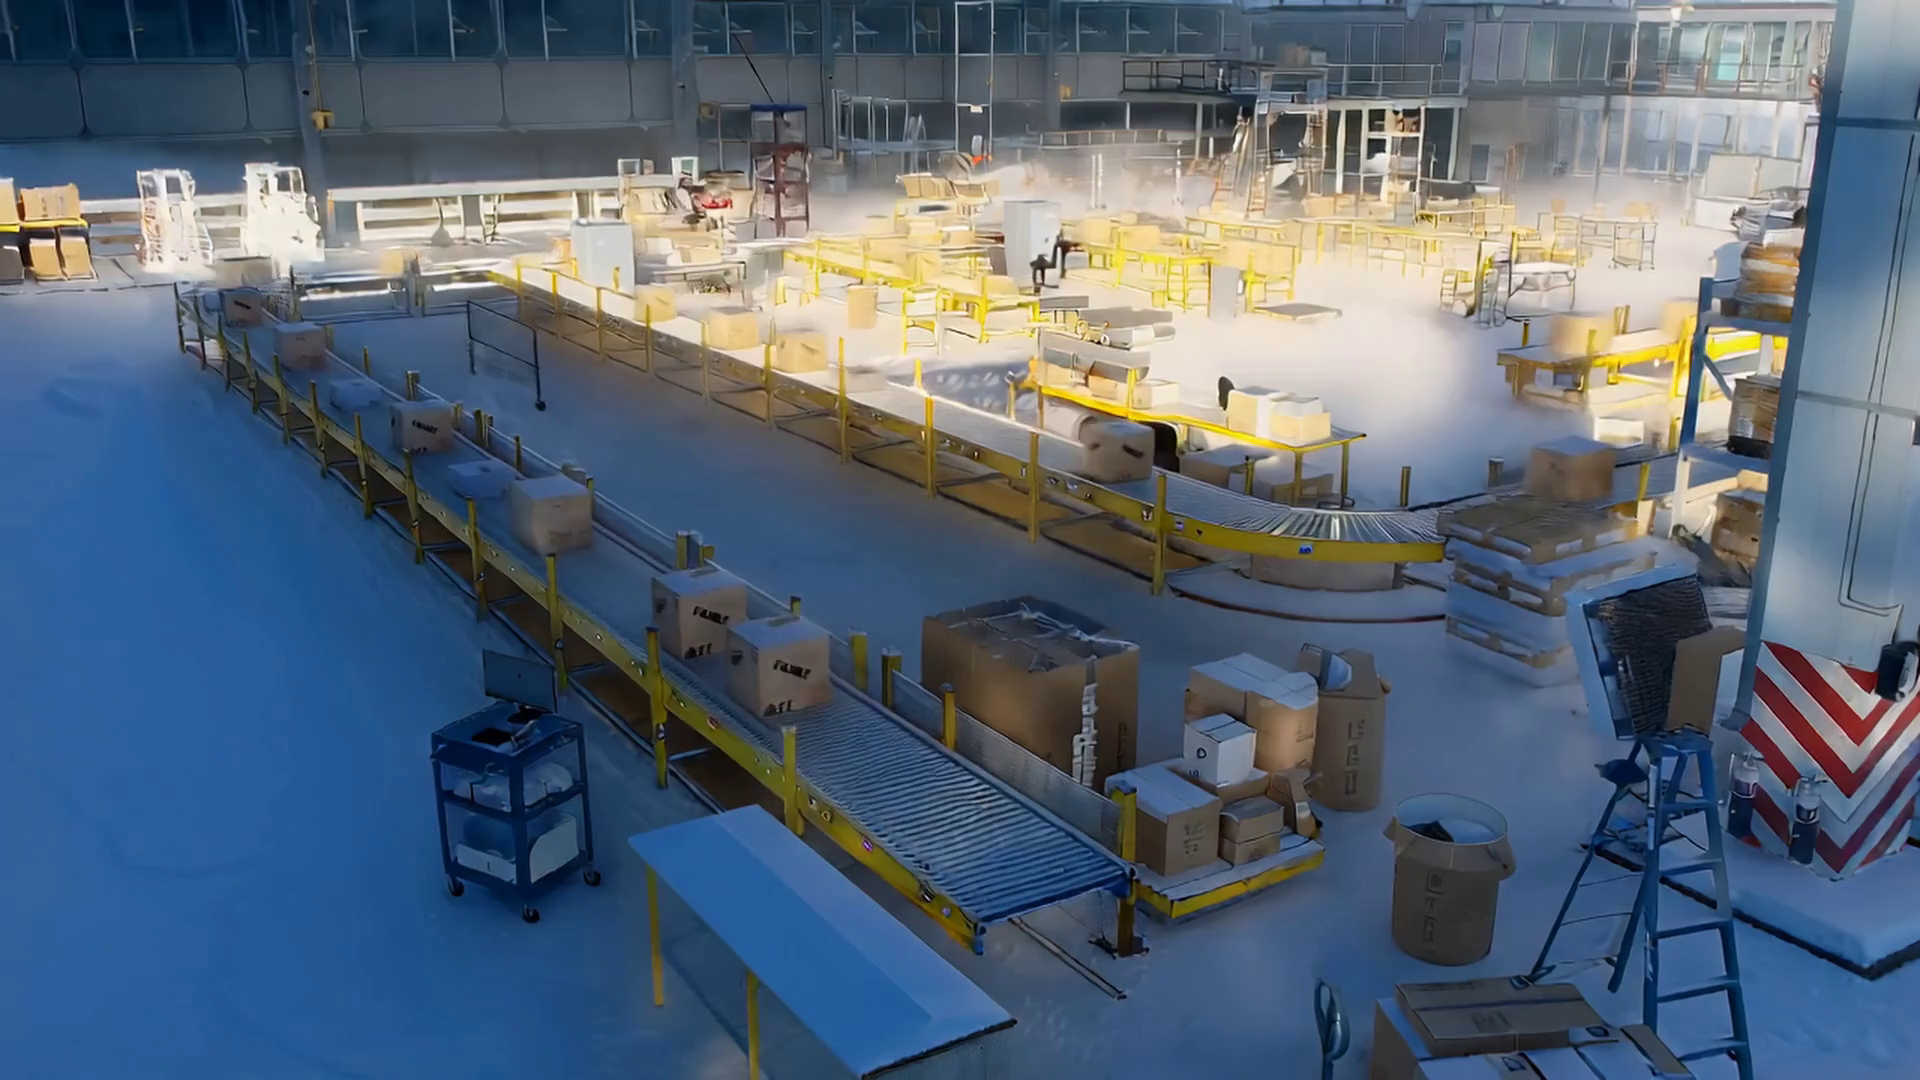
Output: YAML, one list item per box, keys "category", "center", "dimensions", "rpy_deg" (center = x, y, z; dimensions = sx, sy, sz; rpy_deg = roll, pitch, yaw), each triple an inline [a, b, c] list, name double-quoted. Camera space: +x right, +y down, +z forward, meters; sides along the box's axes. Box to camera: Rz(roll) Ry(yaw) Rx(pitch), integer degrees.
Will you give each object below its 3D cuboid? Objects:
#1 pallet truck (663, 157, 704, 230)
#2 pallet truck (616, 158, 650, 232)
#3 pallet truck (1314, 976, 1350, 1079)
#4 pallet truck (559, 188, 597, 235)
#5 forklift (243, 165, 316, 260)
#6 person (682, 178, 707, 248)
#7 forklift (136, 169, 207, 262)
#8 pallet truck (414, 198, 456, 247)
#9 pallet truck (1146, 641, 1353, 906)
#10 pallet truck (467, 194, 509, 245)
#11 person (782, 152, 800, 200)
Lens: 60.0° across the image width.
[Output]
- category: "pallet truck"
  center: [-7.586, -9.308, 44.692]
  dimensions: [0.823, 1.965, 1.885]
  rpy_deg: [-11, 20, -33]
- category: "pallet truck"
  center: [-8.918, -9.176, 44.255]
  dimensions: [0.823, 1.965, 1.885]
  rpy_deg: [-9, 19, -27]
- category: "pallet truck"
  center: [2.299, 2.390, 7.086]
  dimensions: [1.601, 1.201, 0.680]
  rpy_deg: [-2, 17, -7]
- category: "pallet truck"
  center: [-10.010, -8.652, 43.699]
  dimensions: [0.653, 1.274, 1.630]
  rpy_deg: [-10, 20, -31]
- category: "forklift"
  center: [-15.898, -7.669, 38.708]
  dimensions: [1.157, 1.987, 2.680]
  rpy_deg: [-11, 20, -33]
- category: "person"
  center: [-5.949, -7.028, 37.094]
  dimensions: [0.614, 2.021, 0.850]
  rpy_deg: [5, 18, 17]
- category: "forklift"
  center: [-17.842, -7.318, 37.559]
  dimensions: [1.157, 1.987, 2.680]
  rpy_deg: [-10, 20, -31]
- category: "pallet truck"
  center: [-13.250, -8.060, 41.856]
  dimensions: [0.680, 1.201, 1.601]
  rpy_deg: [-10, 20, -31]
- category: "pallet truck"
  center: [1.664, 1.407, 10.232]
  dimensions: [1.630, 1.274, 0.653]
  rpy_deg: [-10, 20, -31]
- category: "pallet truck"
  center: [-11.983, -8.177, 42.137]
  dimensions: [0.704, 1.261, 1.522]
  rpy_deg: [-11, 20, -33]
- category: "person"
  center: [-4.936, -10.208, 47.882]
  dimensions: [0.657, 1.884, 0.705]
  rpy_deg: [-1, 17, -2]
